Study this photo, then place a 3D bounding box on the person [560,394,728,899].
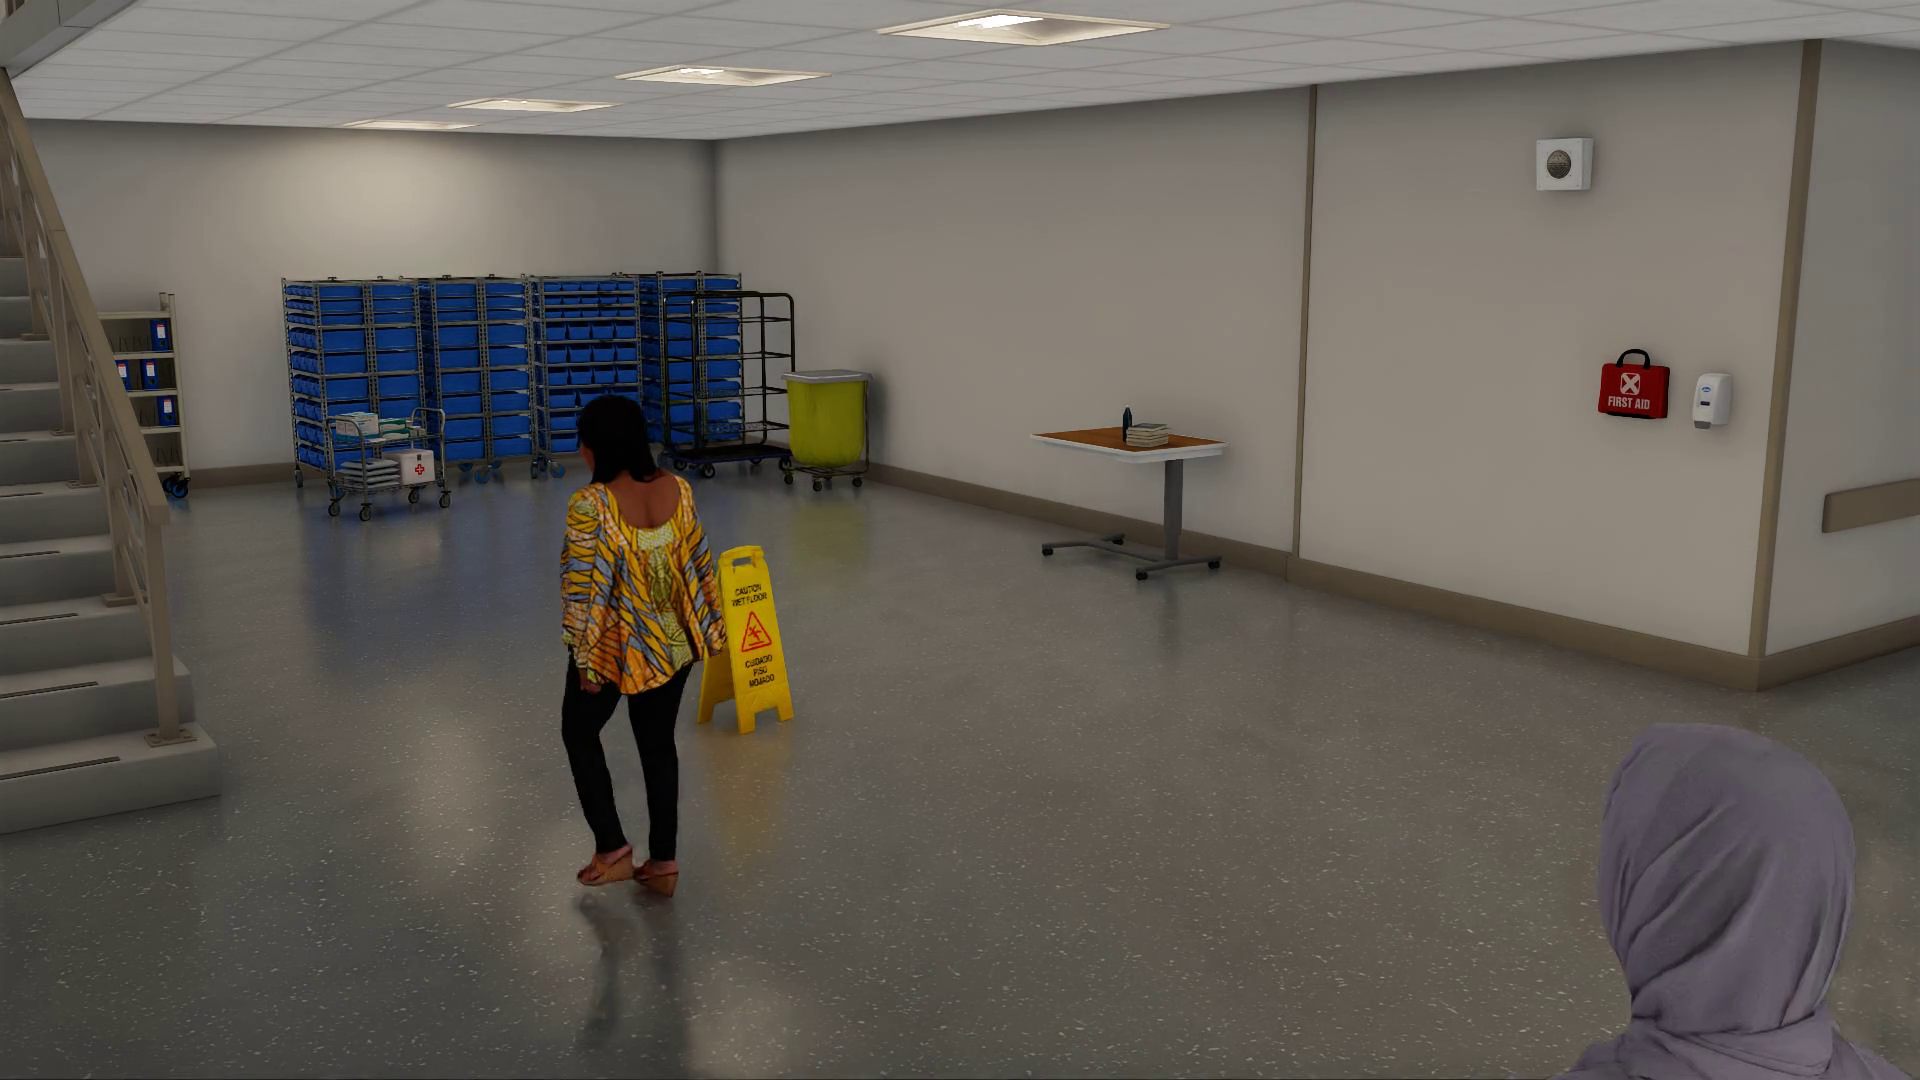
[{"bbox_3d":[-1.002,0.368,5.333,0.816,1.641,0.783,10,15,42],"label":"person"}]
